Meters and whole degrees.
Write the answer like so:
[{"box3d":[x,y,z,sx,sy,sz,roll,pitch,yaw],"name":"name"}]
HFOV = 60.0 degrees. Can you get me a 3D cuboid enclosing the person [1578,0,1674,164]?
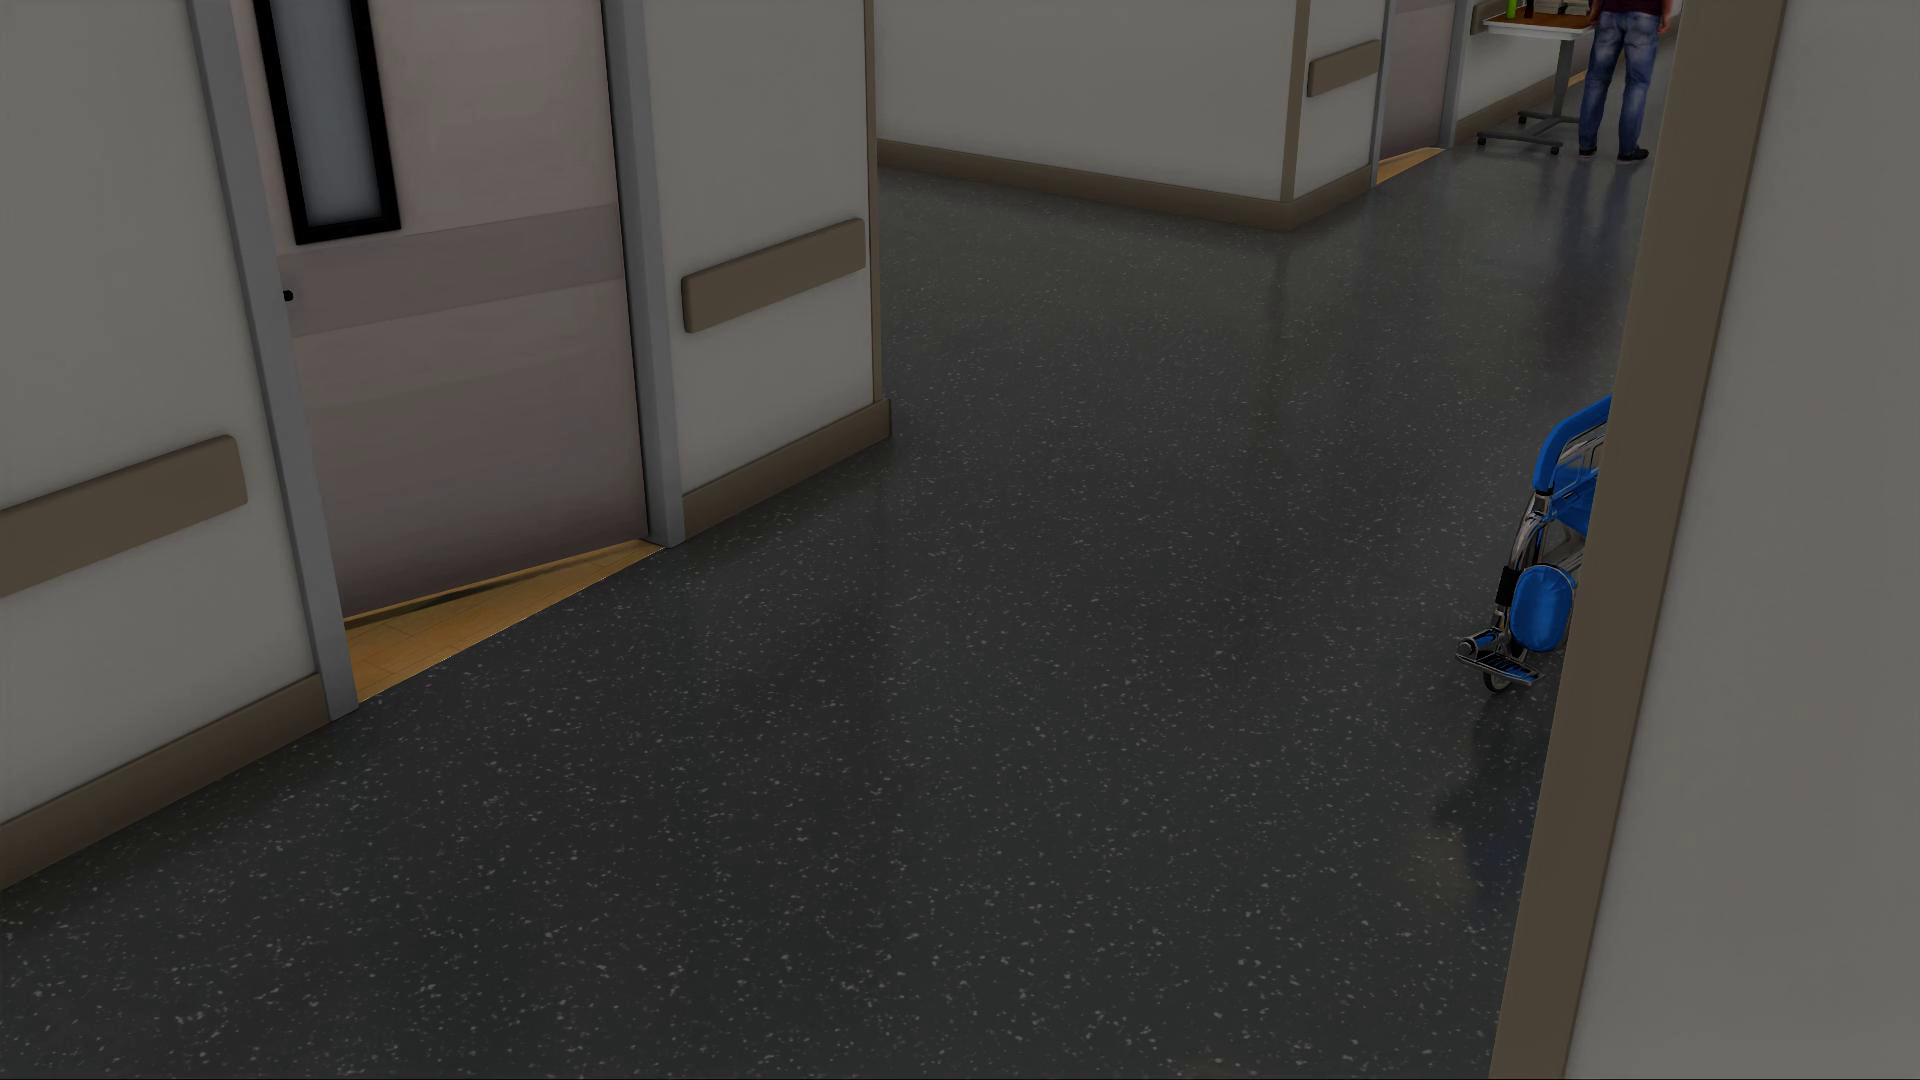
[{"box3d":[4.228,-3.345,10.491,0.662,1.850,0.547,19,31,34],"name":"person"}]
